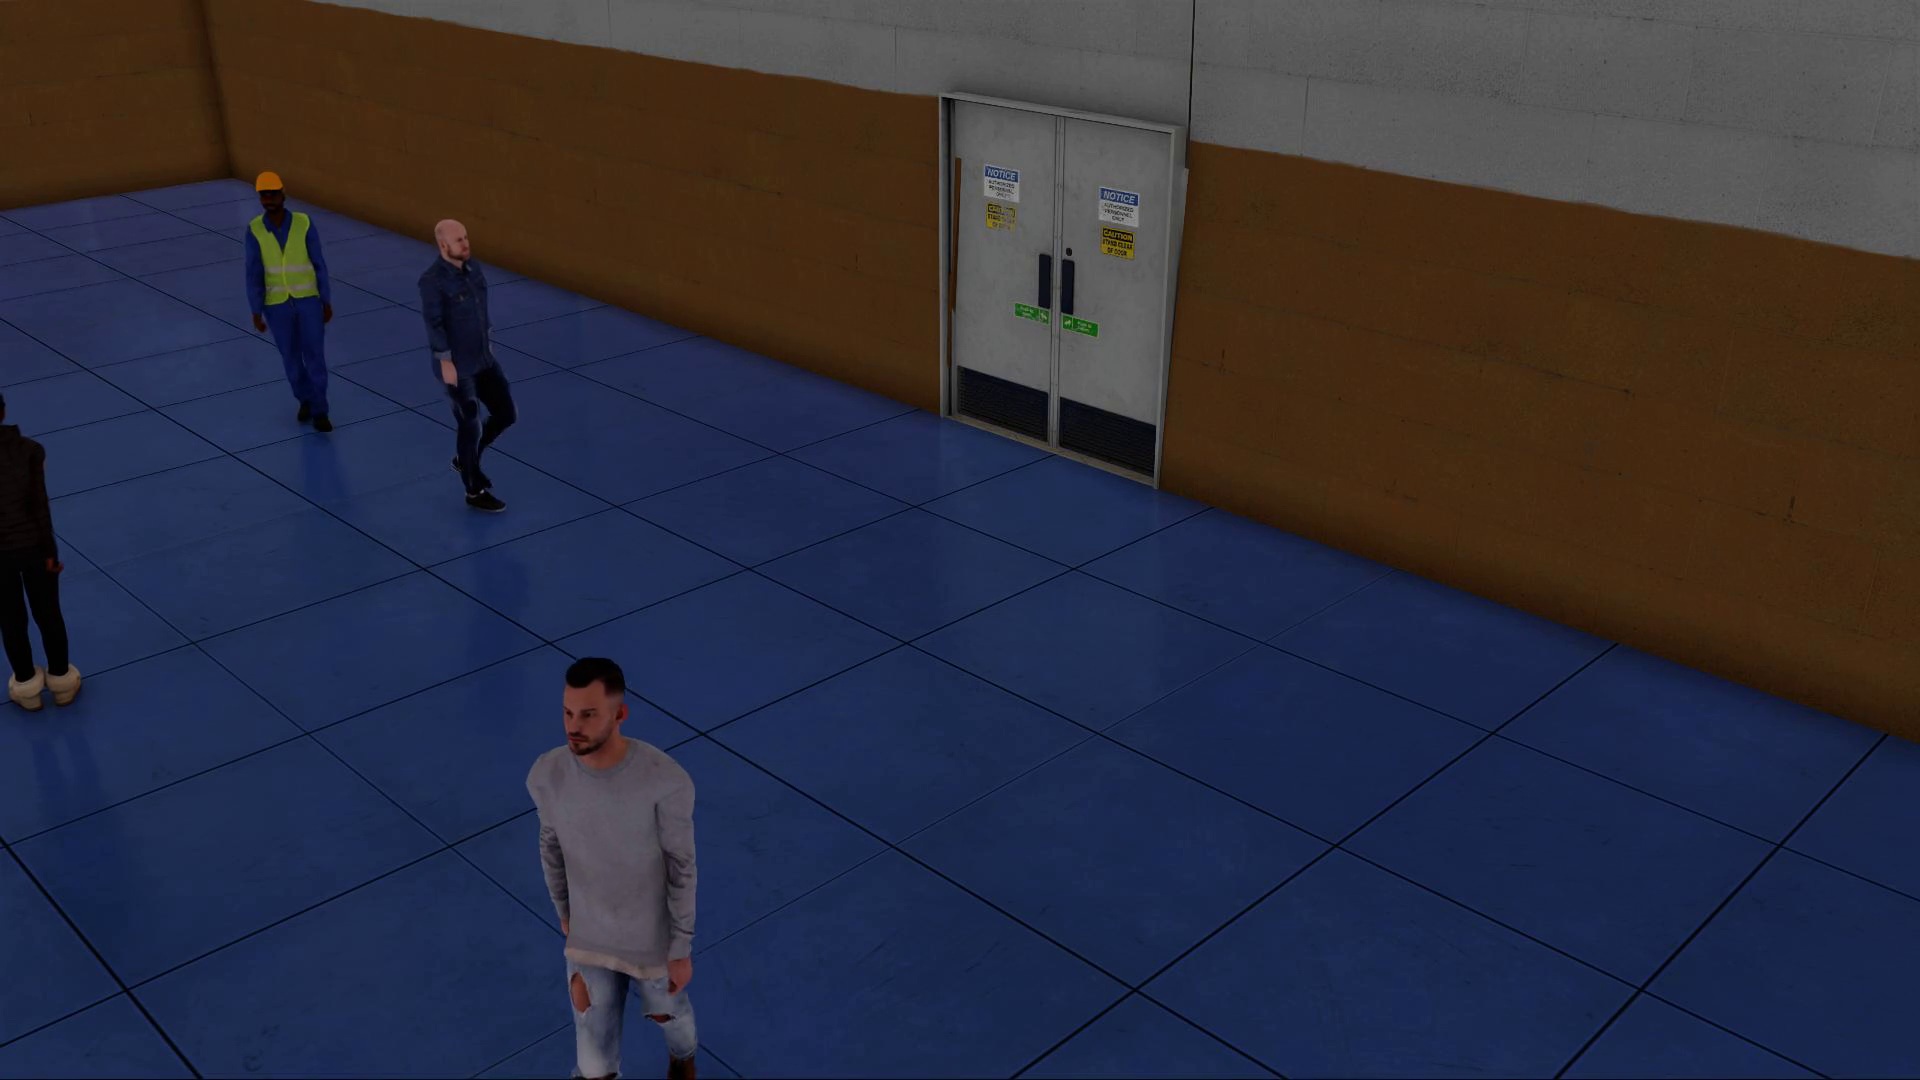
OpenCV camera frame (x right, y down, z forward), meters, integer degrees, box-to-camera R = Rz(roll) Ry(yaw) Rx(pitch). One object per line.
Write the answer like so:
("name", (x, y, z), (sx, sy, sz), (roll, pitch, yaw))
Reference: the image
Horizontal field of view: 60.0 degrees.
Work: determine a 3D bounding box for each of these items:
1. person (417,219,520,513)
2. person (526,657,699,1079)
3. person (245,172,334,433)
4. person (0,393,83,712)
("person", (-3.081, -1.068, 10.208), (0.932, 1.812, 0.817), (7, 25, 16))
("person", (-0.989, 1.165, 5.131), (1.119, 1.792, 1.239), (3, 24, 6))
("person", (-4.663, -1.679, 11.640), (1.058, 1.783, 1.022), (-7, 25, -16))
("person", (-4.441, 0.057, 7.826), (0.683, 1.661, 0.629), (9, 25, 20))
